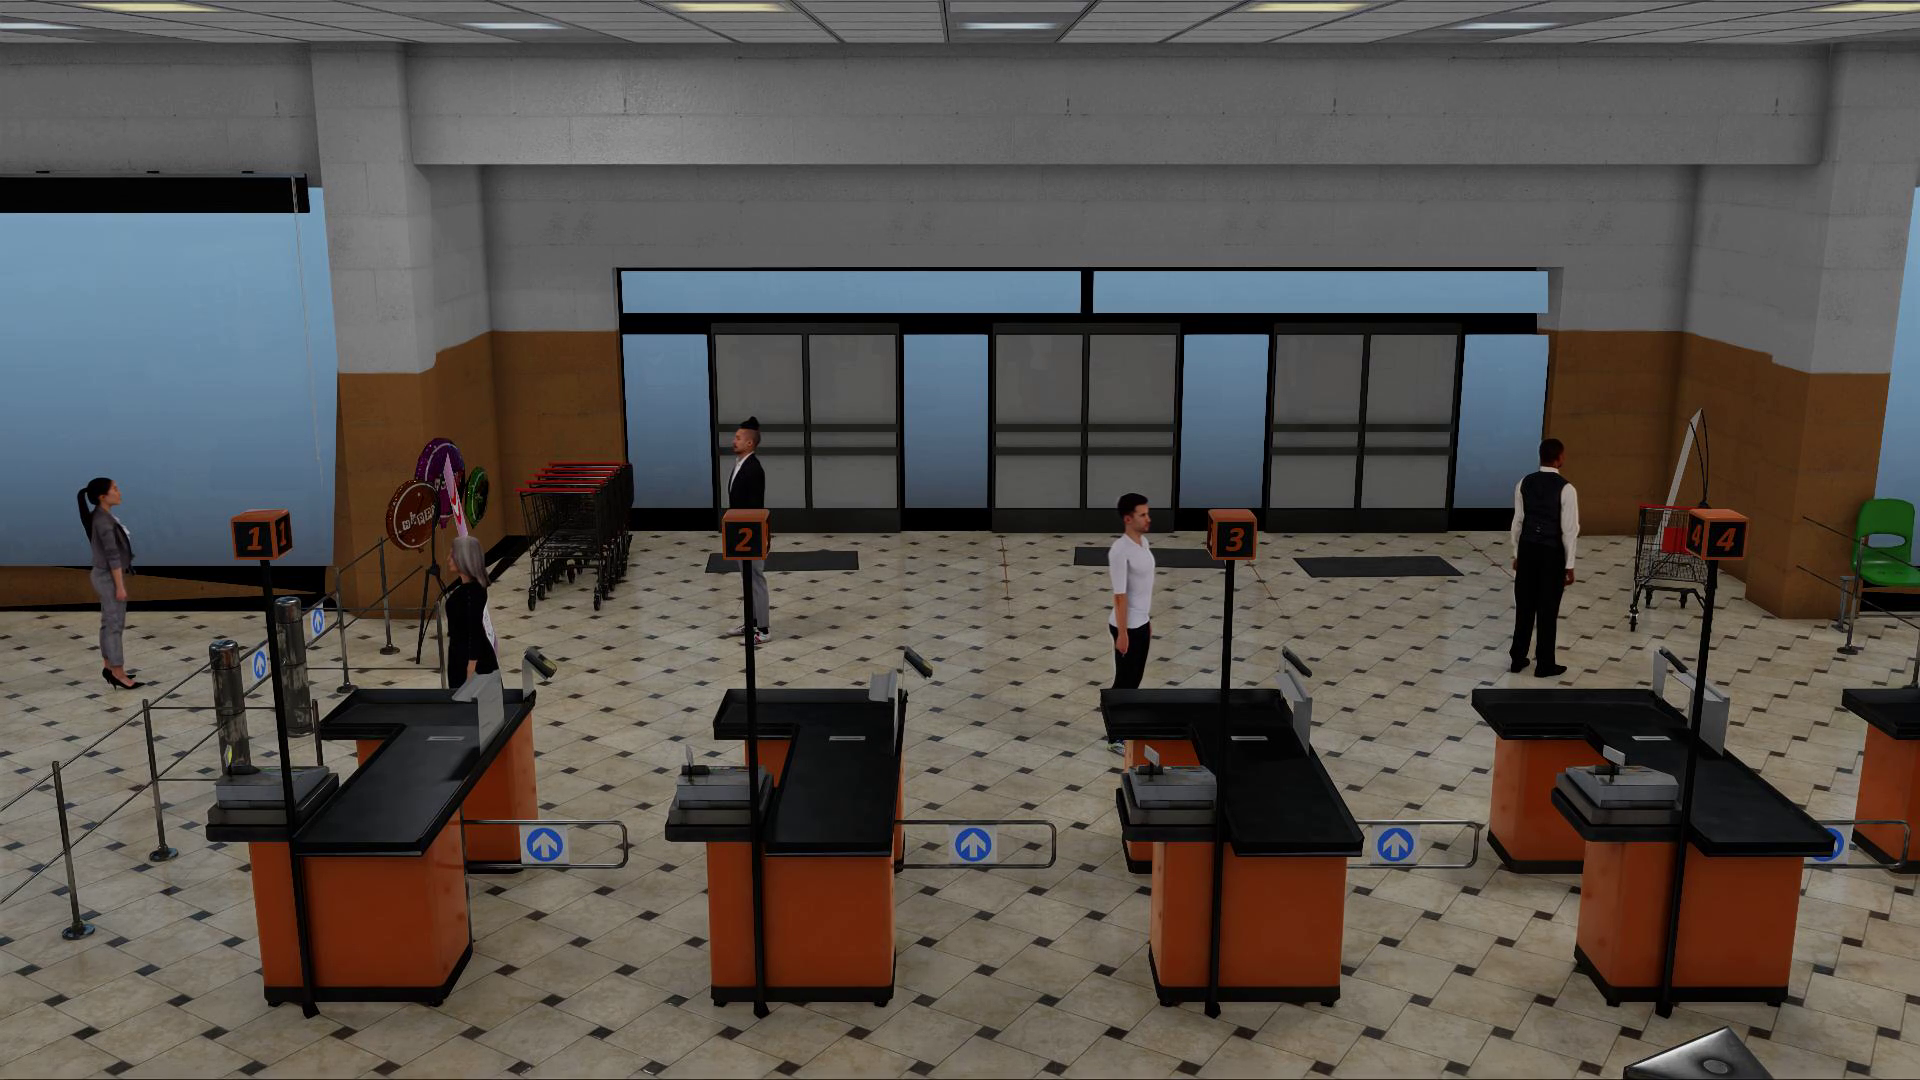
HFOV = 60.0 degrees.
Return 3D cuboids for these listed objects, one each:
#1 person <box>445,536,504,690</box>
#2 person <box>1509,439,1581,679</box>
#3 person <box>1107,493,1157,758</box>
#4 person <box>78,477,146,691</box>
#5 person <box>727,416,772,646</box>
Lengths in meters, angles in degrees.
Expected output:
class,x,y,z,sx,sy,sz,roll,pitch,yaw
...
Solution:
class,x,y,z,sx,sy,sz,roll,pitch,yaw
person,-3.184,0.819,10.859,0.742,1.747,0.627,-6,15,-22
person,4.660,0.133,13.321,0.831,1.919,0.765,-13,19,-42
person,1.195,0.575,11.644,0.813,1.851,0.666,7,15,26
person,-6.649,0.333,13.011,0.781,1.677,0.697,-10,17,-36
person,-1.785,-0.089,14.176,0.846,1.949,0.688,-6,15,-22
